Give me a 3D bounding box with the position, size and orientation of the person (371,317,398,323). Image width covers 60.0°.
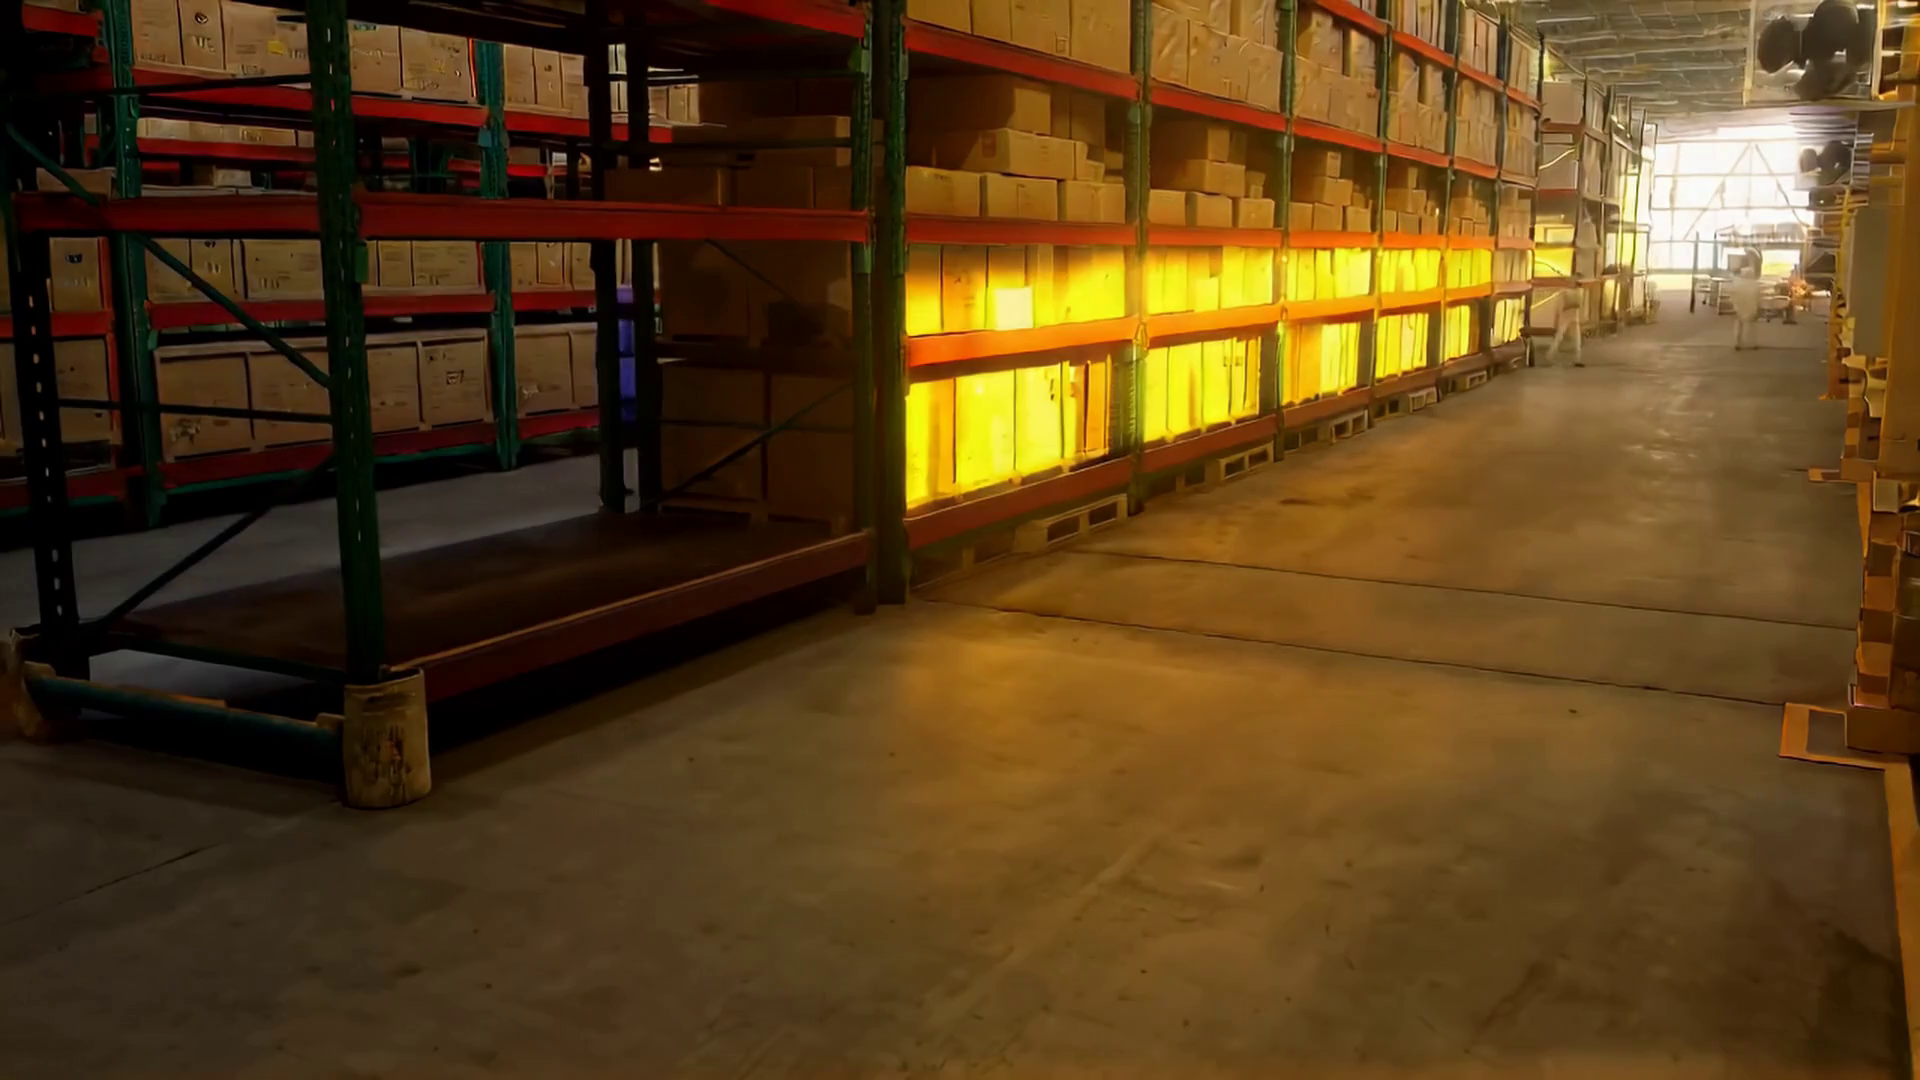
[{"bbox_3d":[-7.235,-2.379,20.913,0.444,1.922,0.703,1,10,5],"label":"person"}]

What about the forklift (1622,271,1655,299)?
[{"bbox_3d":[25.554,-10.223,63.532,1.873,2.768,1.129,5,11,27],"label":"forklift"}]

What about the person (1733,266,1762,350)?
[{"bbox_3d":[17.791,-5.227,37.492,0.864,1.872,0.680,-8,13,-40],"label":"person"}]

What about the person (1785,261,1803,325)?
[{"bbox_3d":[25.405,-7.520,50.610,0.550,1.935,0.376,-9,13,-43],"label":"person"}]

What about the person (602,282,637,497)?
[{"bbox_3d":[-2.919,-1.346,14.949,0.565,1.906,0.809,8,13,39],"label":"person"}]

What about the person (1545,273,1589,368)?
[{"bbox_3d":[11.566,-4.175,31.685,0.626,1.798,0.662,-3,10,-16],"label":"person"}]
